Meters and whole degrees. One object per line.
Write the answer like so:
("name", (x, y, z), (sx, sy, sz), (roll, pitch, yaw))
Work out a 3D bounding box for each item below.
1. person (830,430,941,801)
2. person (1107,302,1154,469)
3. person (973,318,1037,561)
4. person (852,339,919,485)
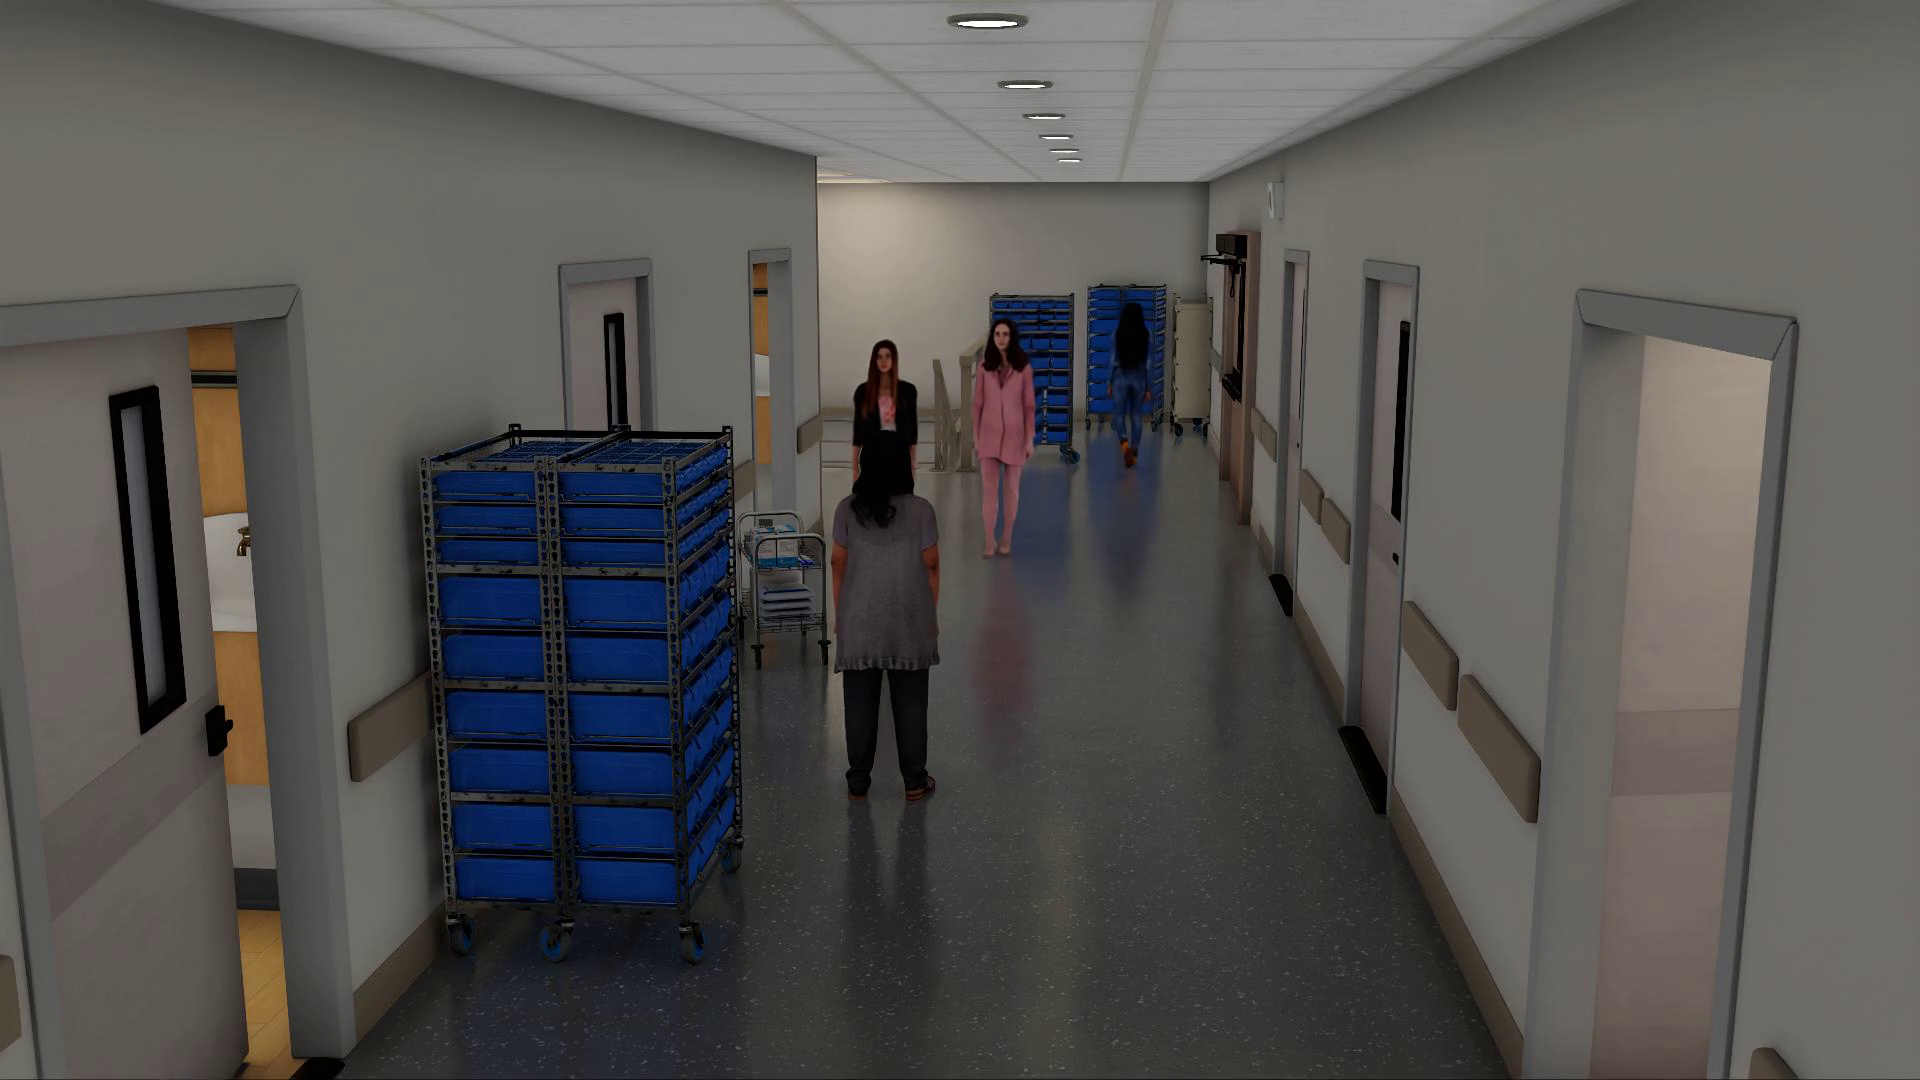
("person", (-0.328, 0.323, 7.223), (0.611, 1.610, 0.625), (1, 11, 4))
("person", (1.704, -1.524, 16.724), (0.649, 1.695, 1.044), (0, 11, 1))
("person", (0.344, -0.753, 12.444), (0.655, 1.777, 0.929), (1, 11, 7))
("person", (-0.503, -0.527, 11.466), (0.691, 1.697, 0.885), (-1, 11, -4))
